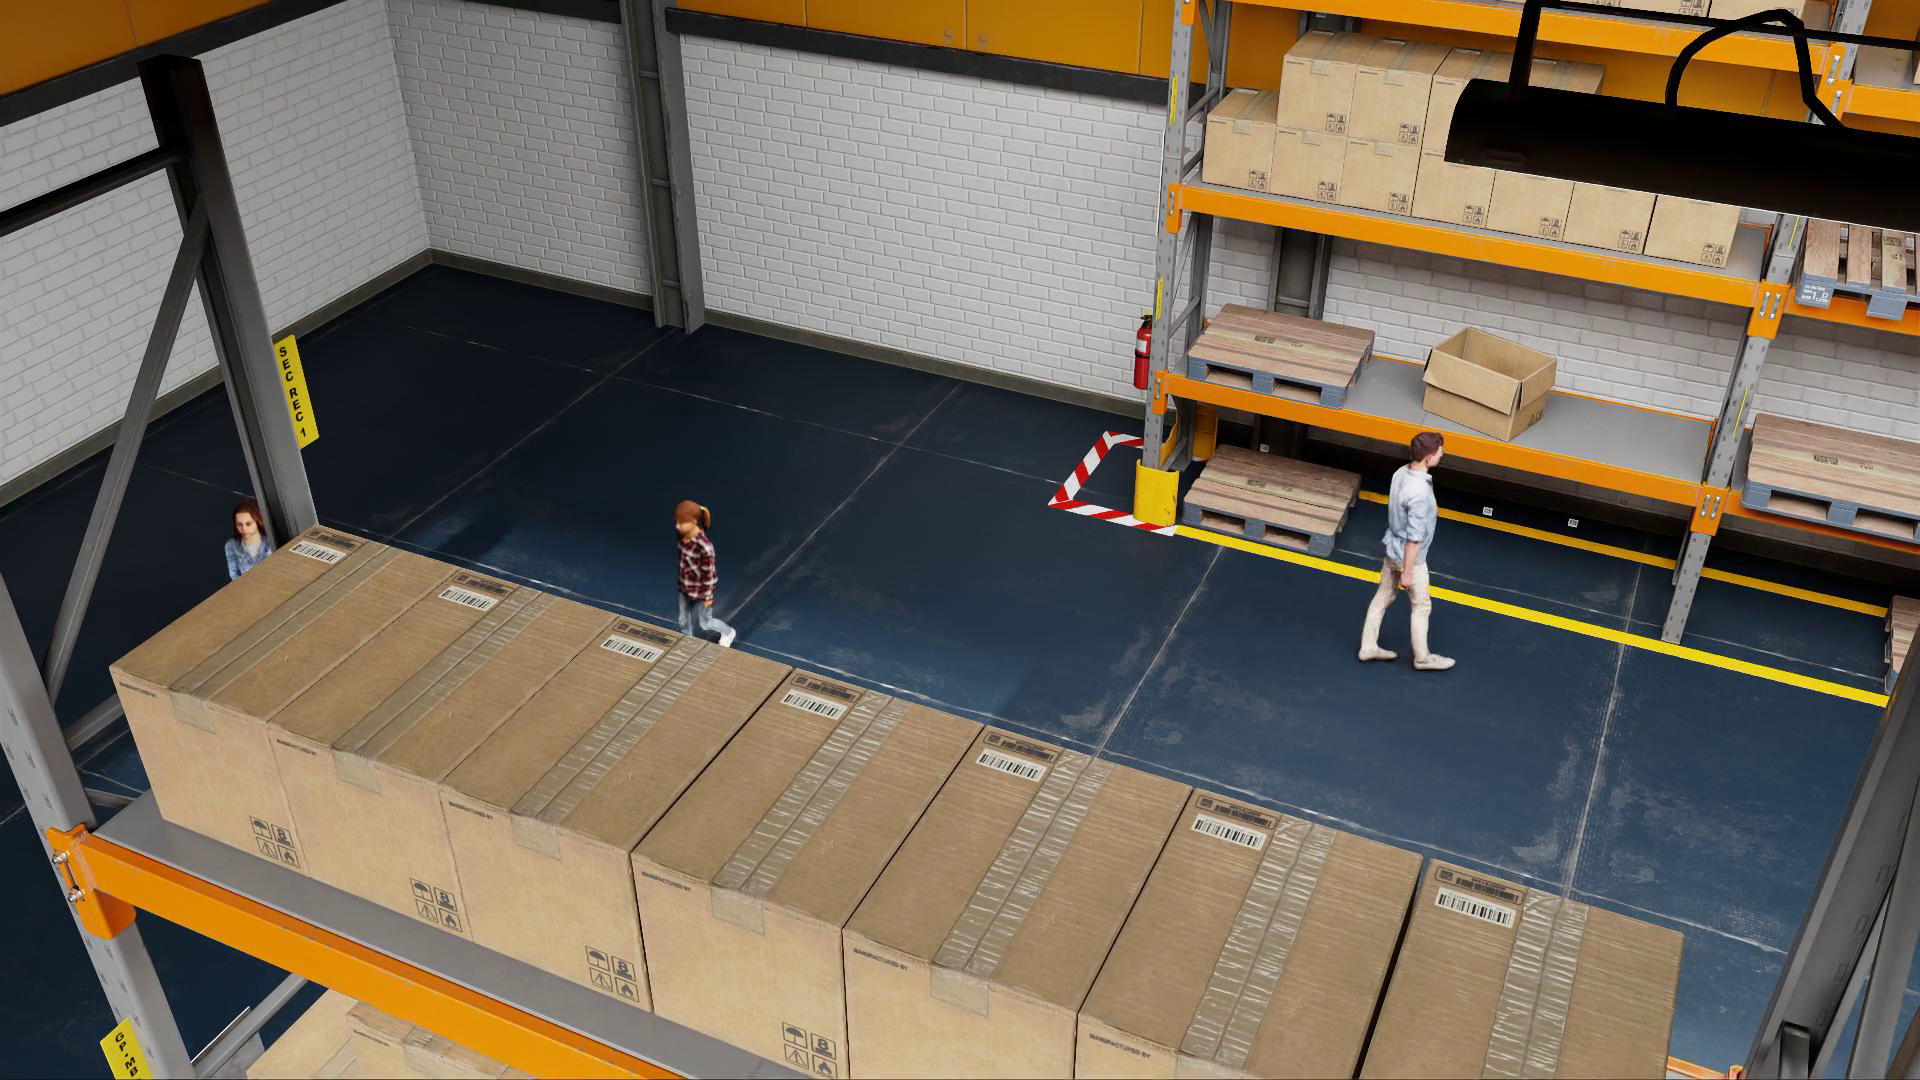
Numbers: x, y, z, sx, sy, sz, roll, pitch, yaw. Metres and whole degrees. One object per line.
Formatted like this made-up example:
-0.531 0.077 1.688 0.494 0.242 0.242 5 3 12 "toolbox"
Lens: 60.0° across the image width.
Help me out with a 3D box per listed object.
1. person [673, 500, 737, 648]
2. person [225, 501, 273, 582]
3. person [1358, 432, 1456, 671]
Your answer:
-1.775 0.297 11.490 0.786 1.287 0.728 27 42 34 "person"
-4.659 0.347 11.258 0.879 1.461 0.906 -7 34 -10 "person"
2.945 0.090 11.307 1.011 1.835 0.896 -1 34 -2 "person"
